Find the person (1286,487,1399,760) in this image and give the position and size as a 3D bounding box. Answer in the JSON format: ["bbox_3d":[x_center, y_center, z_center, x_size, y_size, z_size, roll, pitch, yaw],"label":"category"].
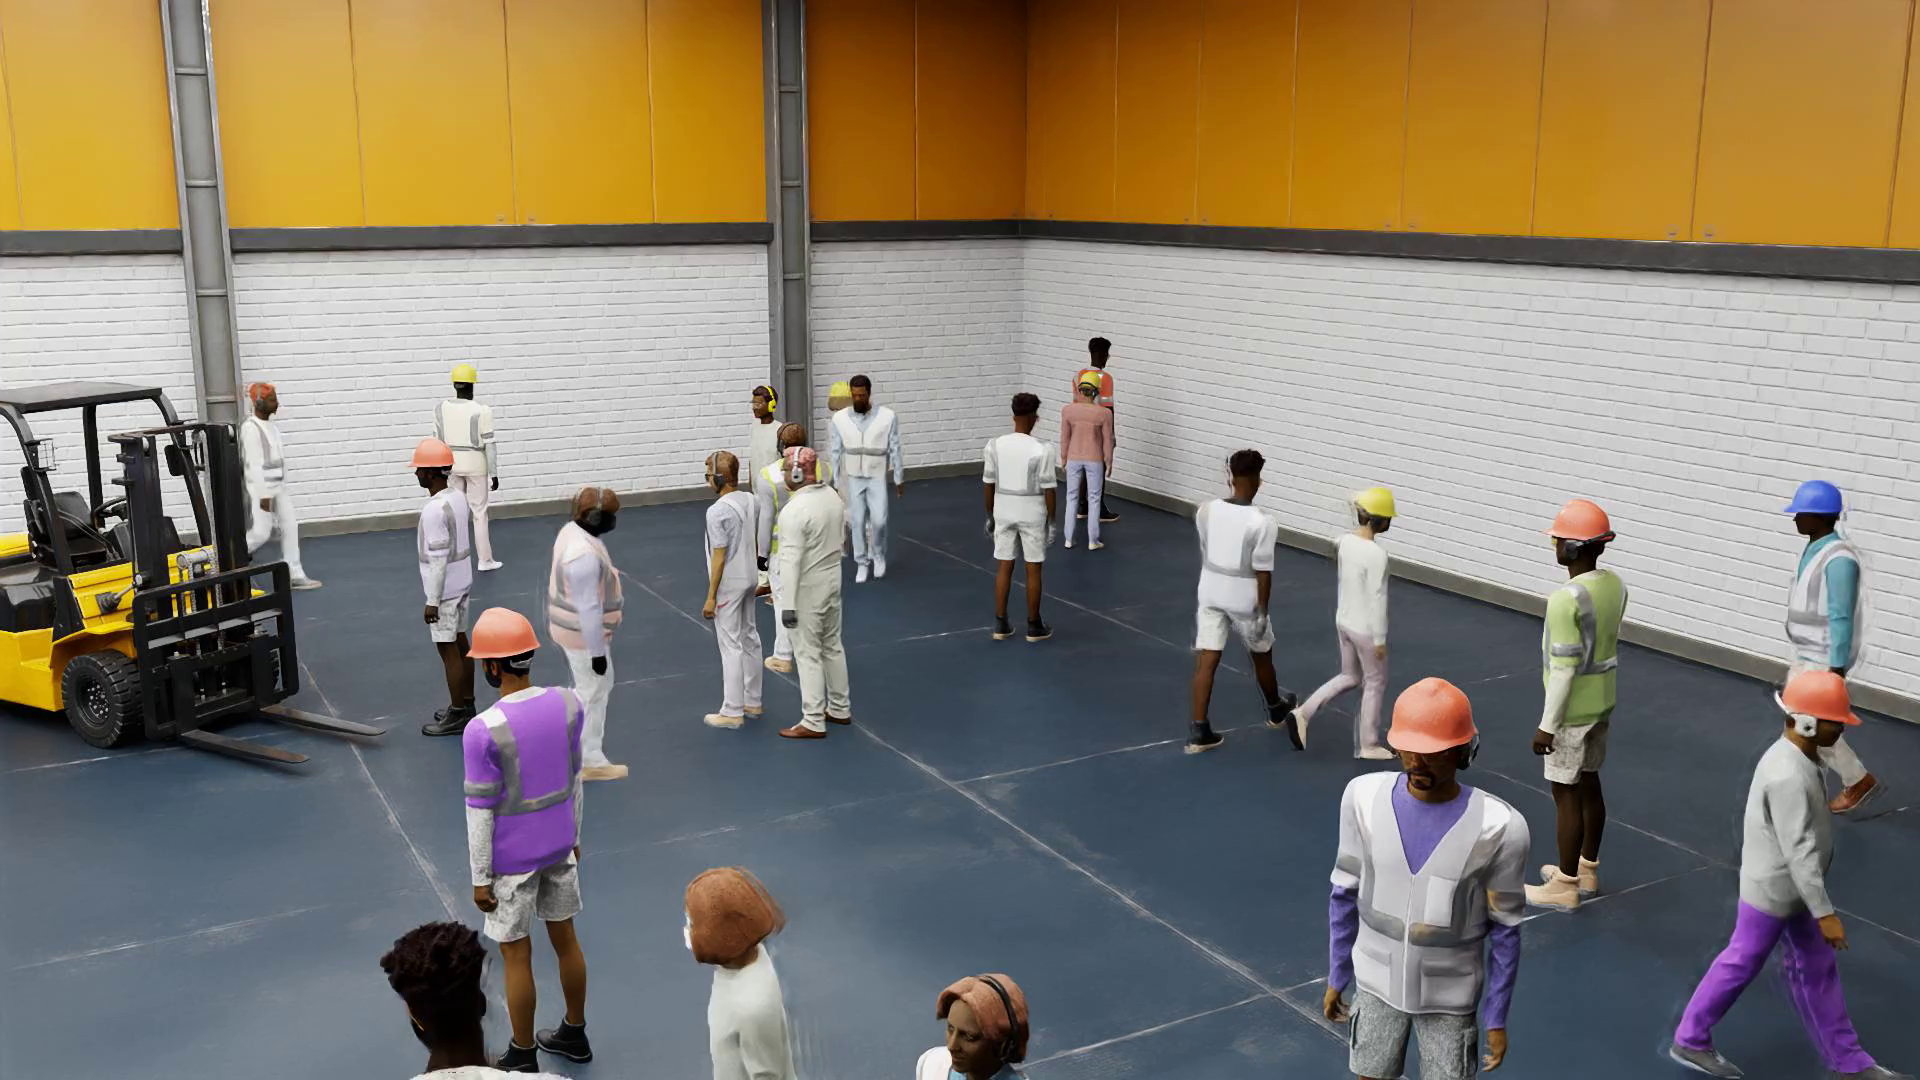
[{"bbox_3d":[2.396,0.527,10.204,0.654,1.739,0.533,-3,12,-14],"label":"person"}]

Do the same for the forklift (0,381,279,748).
[{"bbox_3d":[-5.853,0.085,11.199,2.313,2.155,1.214,7,14,28],"label":"forklift"}]

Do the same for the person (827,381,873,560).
[{"bbox_3d":[-1.006,-0.644,15.764,0.745,1.711,0.492,8,15,35],"label":"person"}]

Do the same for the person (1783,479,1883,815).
[{"bbox_3d":[4.815,0.623,9.277,0.547,1.938,0.647,2,12,8],"label":"person"}]

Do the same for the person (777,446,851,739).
[{"bbox_3d":[-0.985,0.334,10.767,0.405,1.895,0.661,6,13,25],"label":"person"}]

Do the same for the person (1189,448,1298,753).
[{"bbox_3d":[1.799,0.355,10.619,0.611,1.900,1.020,9,15,37],"label":"person"}]

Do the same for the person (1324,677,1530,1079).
[{"bbox_3d":[1.452,1.421,5.292,0.605,2.045,0.383,7,14,30],"label":"person"}]

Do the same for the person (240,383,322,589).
[{"bbox_3d":[-6.122,-0.452,14.532,0.827,1.856,0.578,0,12,2],"label":"person"}]

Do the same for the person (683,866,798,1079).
[{"bbox_3d":[-0.596,1.725,4.885,0.397,1.609,0.539,-3,12,-14],"label":"person"}]

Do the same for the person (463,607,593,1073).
[{"bbox_3d":[-1.727,1.208,6.569,0.390,1.929,0.546,9,15,36],"label":"person"}]

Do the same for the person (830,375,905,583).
[{"bbox_3d":[-0.828,-0.544,14.862,0.670,1.891,0.459,1,12,4],"label":"person"}]

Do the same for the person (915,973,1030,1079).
[{"bbox_3d":[0.056,1.856,4.201,0.515,1.645,0.309,12,17,44],"label":"person"}]

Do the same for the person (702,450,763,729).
[{"bbox_3d":[-1.502,0.323,10.918,0.345,1.842,0.504,6,13,26],"label":"person"}]

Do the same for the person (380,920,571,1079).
[{"bbox_3d":[-1.106,1.818,3.806,0.698,1.887,1.072,-2,12,-11],"label":"person"}]

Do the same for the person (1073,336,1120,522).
[{"bbox_3d":[1.446,-1.178,17.659,0.366,1.965,0.602,-8,15,-34],"label":"person"}]

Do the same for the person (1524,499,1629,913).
[{"bbox_3d":[2.990,0.811,8.150,0.609,2.044,0.394,-12,17,-43],"label":"person"}]

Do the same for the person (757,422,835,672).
[{"bbox_3d":[-1.223,0.048,12.206,0.631,1.843,0.429,-9,15,-35],"label":"person"}]

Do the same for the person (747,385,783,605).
[{"bbox_3d":[-1.649,-0.382,14.183,0.513,1.861,0.328,11,16,41],"label":"person"}]

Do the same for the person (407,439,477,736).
[{"bbox_3d":[-3.352,0.305,10.774,0.358,1.937,0.548,0,12,0],"label":"person"}]

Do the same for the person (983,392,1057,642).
[{"bbox_3d":[0.483,-0.180,12.990,0.613,1.963,0.366,6,13,26],"label":"person"}]

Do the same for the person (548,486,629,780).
[{"bbox_3d":[-2.236,0.572,9.824,0.525,1.816,0.668,-4,13,-16],"label":"person"}]

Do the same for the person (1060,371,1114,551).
[{"bbox_3d":[1.242,-0.769,16.250,0.531,1.755,0.339,4,13,17],"label":"person"}]

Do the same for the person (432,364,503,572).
[{"bbox_3d":[-4.528,-0.658,15.314,0.595,1.923,0.375,2,12,10],"label":"person"}]

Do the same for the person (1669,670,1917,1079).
[{"bbox_3d":[3.260,1.343,6.454,0.874,1.702,0.573,9,15,35],"label":"person"}]
